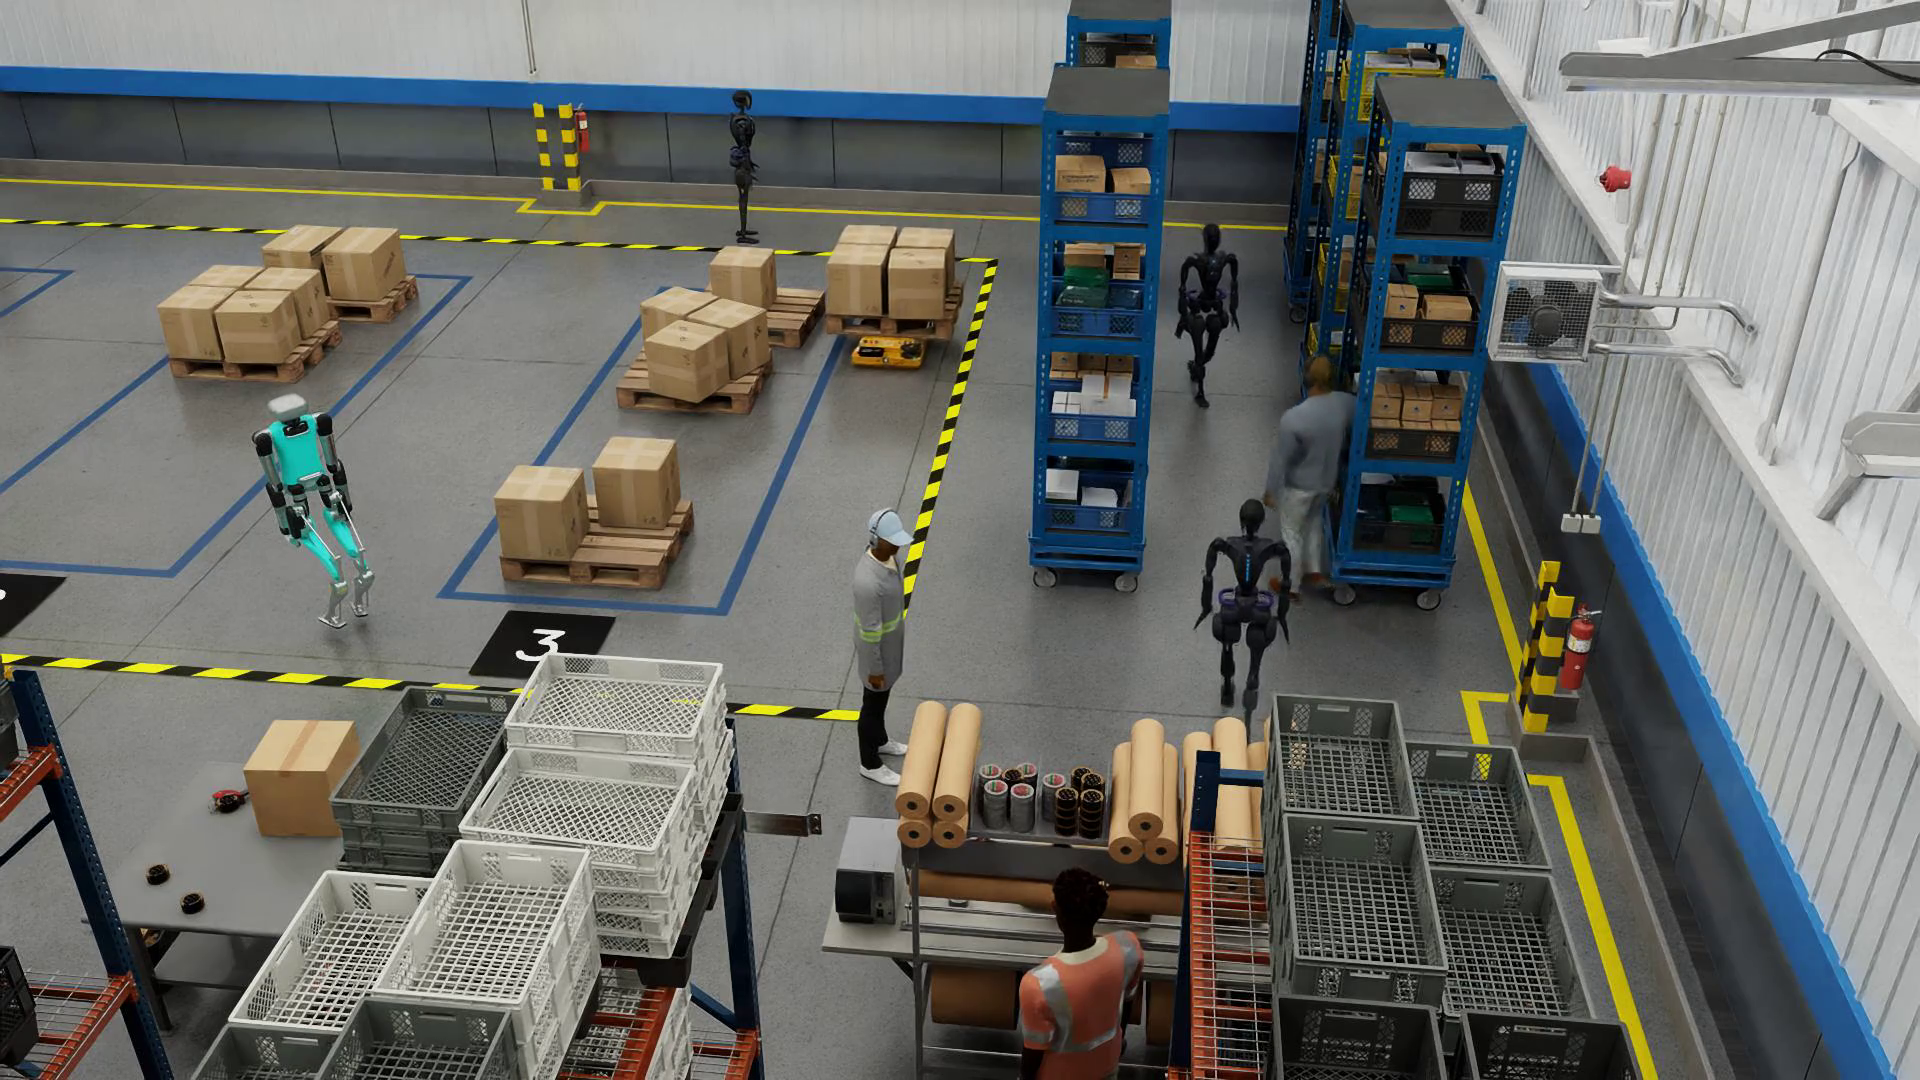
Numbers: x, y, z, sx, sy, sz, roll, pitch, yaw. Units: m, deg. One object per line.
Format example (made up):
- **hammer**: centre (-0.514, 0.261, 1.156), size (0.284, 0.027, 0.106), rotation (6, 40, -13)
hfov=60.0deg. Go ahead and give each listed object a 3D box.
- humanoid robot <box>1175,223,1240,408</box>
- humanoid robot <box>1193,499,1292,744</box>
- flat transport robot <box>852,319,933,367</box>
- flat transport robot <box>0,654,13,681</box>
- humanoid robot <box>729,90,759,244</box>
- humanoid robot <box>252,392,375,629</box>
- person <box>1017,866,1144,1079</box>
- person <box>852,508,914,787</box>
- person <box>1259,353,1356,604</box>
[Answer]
- **humanoid robot**: centre (2.185, -2.053, 14.854), size (0.589, 1.653, 0.722), rotation (-6, 31, -11)
- **humanoid robot**: centre (1.782, 0.487, 10.486), size (0.603, 1.641, 0.770), rotation (5, 31, 9)
- **flat transport robot**: centre (-0.619, -2.079, 16.216), size (0.652, 0.197, 1.431), rotation (3, 30, 6)
- **flat transport robot**: centre (-7.142, 0.969, 11.010), size (1.431, 0.231, 0.659), rotation (3, 30, 6)
- **humanoid robot**: centre (-2.377, -4.135, 18.364), size (0.315, 1.655, 0.599), rotation (-2, 30, -4)
- **humanoid robot**: centre (-4.313, -0.138, 11.315), size (0.533, 1.680, 0.735), rotation (-25, 39, -36)
- **person**: centre (0.487, 2.213, 7.187), size (0.605, 1.965, 0.368), rotation (-19, 35, -29)
- **person**: centre (-0.444, 0.624, 10.028), size (0.393, 1.849, 0.593), rotation (5, 31, 9)
- **person**: centre (2.437, -0.425, 11.758), size (0.649, 1.923, 0.453), rotation (-15, 34, -25)
